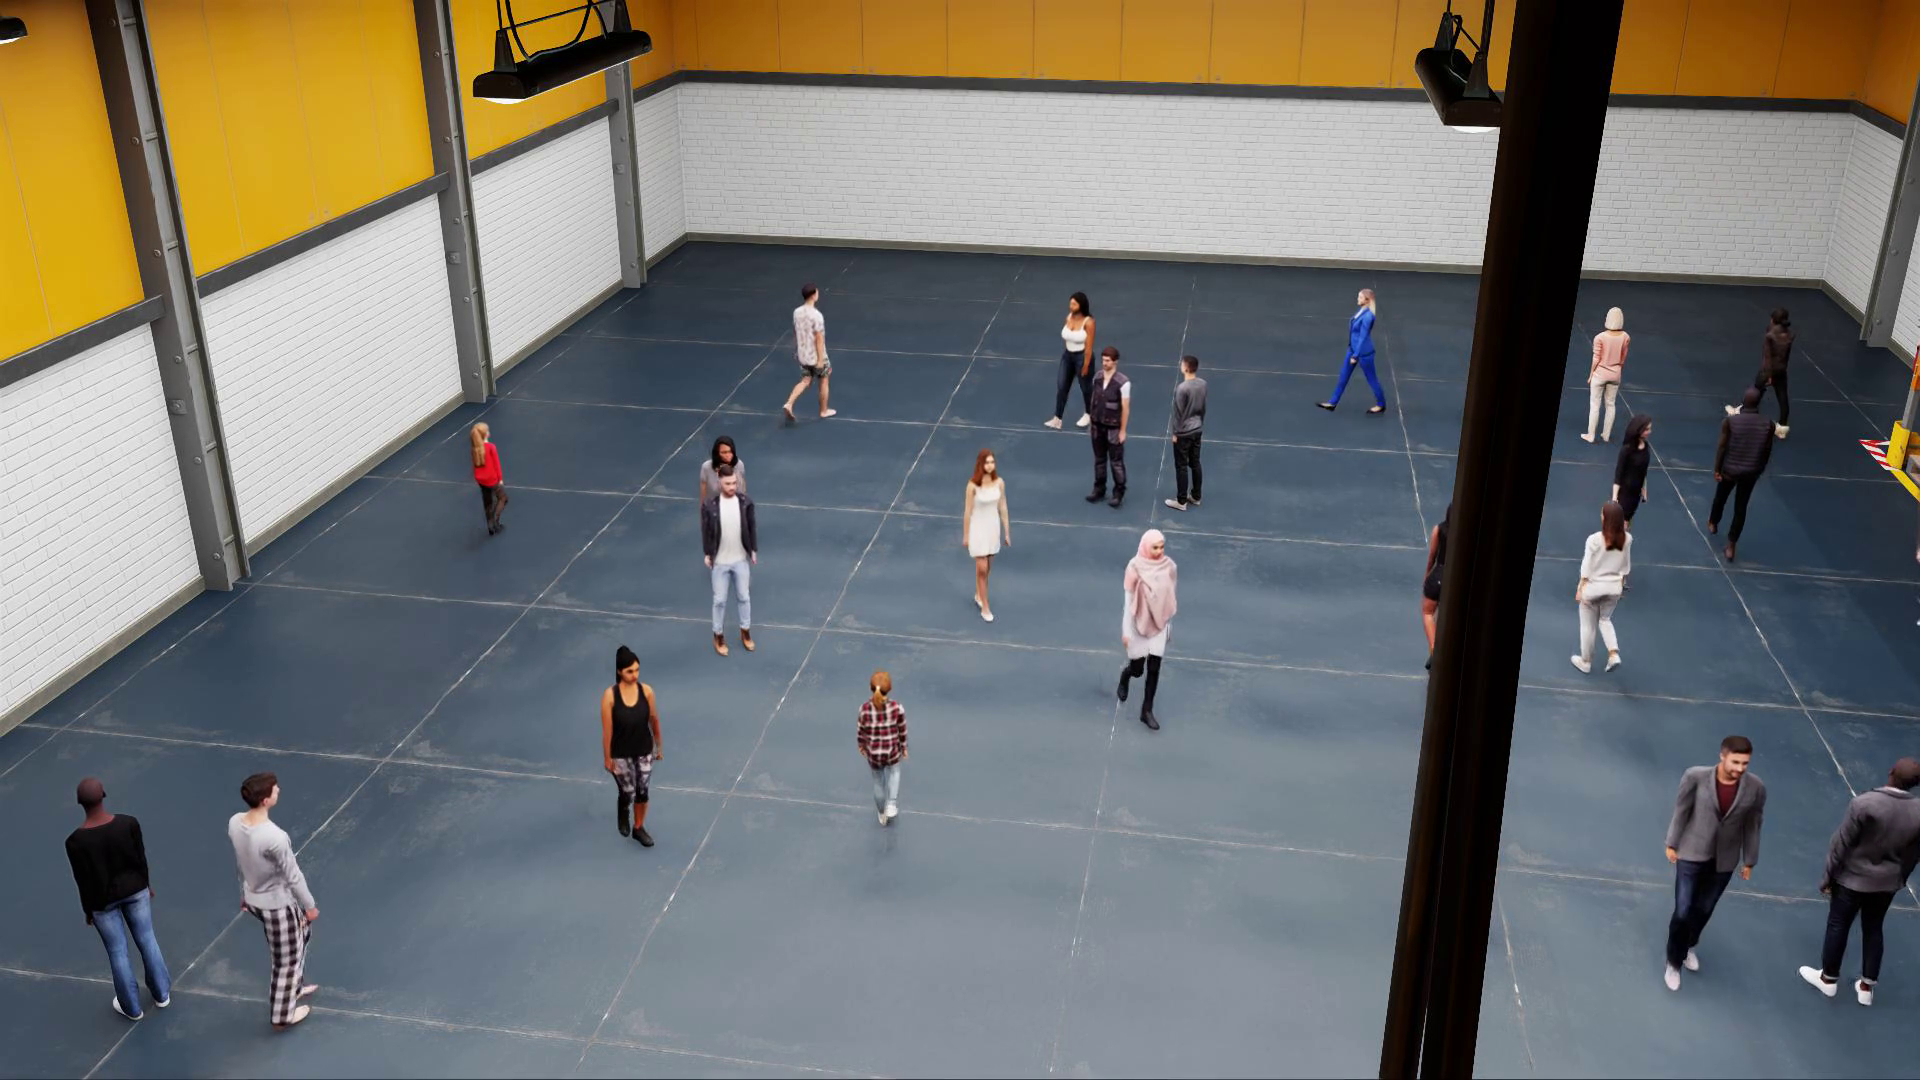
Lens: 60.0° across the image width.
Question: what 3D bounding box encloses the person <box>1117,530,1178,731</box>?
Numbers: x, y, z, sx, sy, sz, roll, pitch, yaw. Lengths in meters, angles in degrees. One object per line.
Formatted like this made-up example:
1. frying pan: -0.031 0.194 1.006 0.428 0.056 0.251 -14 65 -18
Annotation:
1. person: 1.558 0.733 14.219 0.856 1.789 0.976 -8 25 -17

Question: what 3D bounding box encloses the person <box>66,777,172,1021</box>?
1. person: -5.416 2.294 10.697 0.652 1.750 0.739 -21 31 -39

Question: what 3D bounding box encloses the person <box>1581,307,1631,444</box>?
1. person: 8.038 -2.055 20.675 0.656 1.725 0.616 -2 24 -5

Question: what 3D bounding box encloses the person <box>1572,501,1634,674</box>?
1. person: 5.817 0.466 14.966 0.773 1.680 0.881 -6 24 -13

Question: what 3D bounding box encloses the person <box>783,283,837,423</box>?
1. person: -1.964 -2.372 21.316 1.016 1.793 1.156 21 31 39

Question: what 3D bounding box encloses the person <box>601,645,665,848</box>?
1. person: -2.513 1.547 12.529 0.746 1.652 0.807 -16 28 -32

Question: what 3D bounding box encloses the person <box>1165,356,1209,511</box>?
1. person: 2.573 -1.218 18.721 0.661 1.759 0.739 -18 29 -36

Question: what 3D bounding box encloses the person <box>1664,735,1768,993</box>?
1. person: 4.969 2.062 11.103 0.713 1.849 0.813 5 24 10

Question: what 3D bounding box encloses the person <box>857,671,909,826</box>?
1. person: -0.590 1.627 12.785 0.584 1.299 0.575 -1 24 -1

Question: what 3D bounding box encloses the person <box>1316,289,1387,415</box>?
1. person: 5.297 -2.394 21.539 0.875 1.655 1.138 -1 24 -3

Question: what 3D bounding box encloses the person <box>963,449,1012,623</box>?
1. person: 0.207 -0.115 16.277 0.840 1.693 0.967 -9 25 -20

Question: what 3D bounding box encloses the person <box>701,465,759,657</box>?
1. person: -2.142 0.154 15.490 0.748 1.832 0.742 -7 25 -17

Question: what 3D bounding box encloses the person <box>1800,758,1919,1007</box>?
1. person: 5.901 2.211 10.816 0.785 1.807 0.655 -3 24 -6

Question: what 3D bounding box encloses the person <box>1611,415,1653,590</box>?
1. person: 6.724 -0.429 16.863 0.793 1.801 0.853 -16 28 -33

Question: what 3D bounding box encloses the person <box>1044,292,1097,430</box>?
1. person: 1.574 -2.282 21.125 1.111 1.781 0.987 -22 32 -40

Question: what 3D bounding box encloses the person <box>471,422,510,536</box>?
1. person: -5.136 -0.644 18.006 0.556 1.278 0.597 10 25 21

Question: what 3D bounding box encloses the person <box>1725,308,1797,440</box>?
1. person: 10.185 -2.134 20.979 1.141 1.627 0.852 3 24 7

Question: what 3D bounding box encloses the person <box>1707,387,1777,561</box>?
1. person: 8.189 -0.669 17.425 0.803 1.789 1.170 7 25 17

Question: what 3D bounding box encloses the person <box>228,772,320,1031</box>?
1. person: -4.407 2.331 10.513 0.783 1.830 0.836 13 27 28

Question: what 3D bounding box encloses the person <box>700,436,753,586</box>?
1. person: -2.426 -0.329 16.931 0.924 1.562 1.115 -7 25 -15

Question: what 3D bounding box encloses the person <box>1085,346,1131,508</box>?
1. person: 1.691 -1.300 18.798 0.739 1.846 0.743 18 30 36
